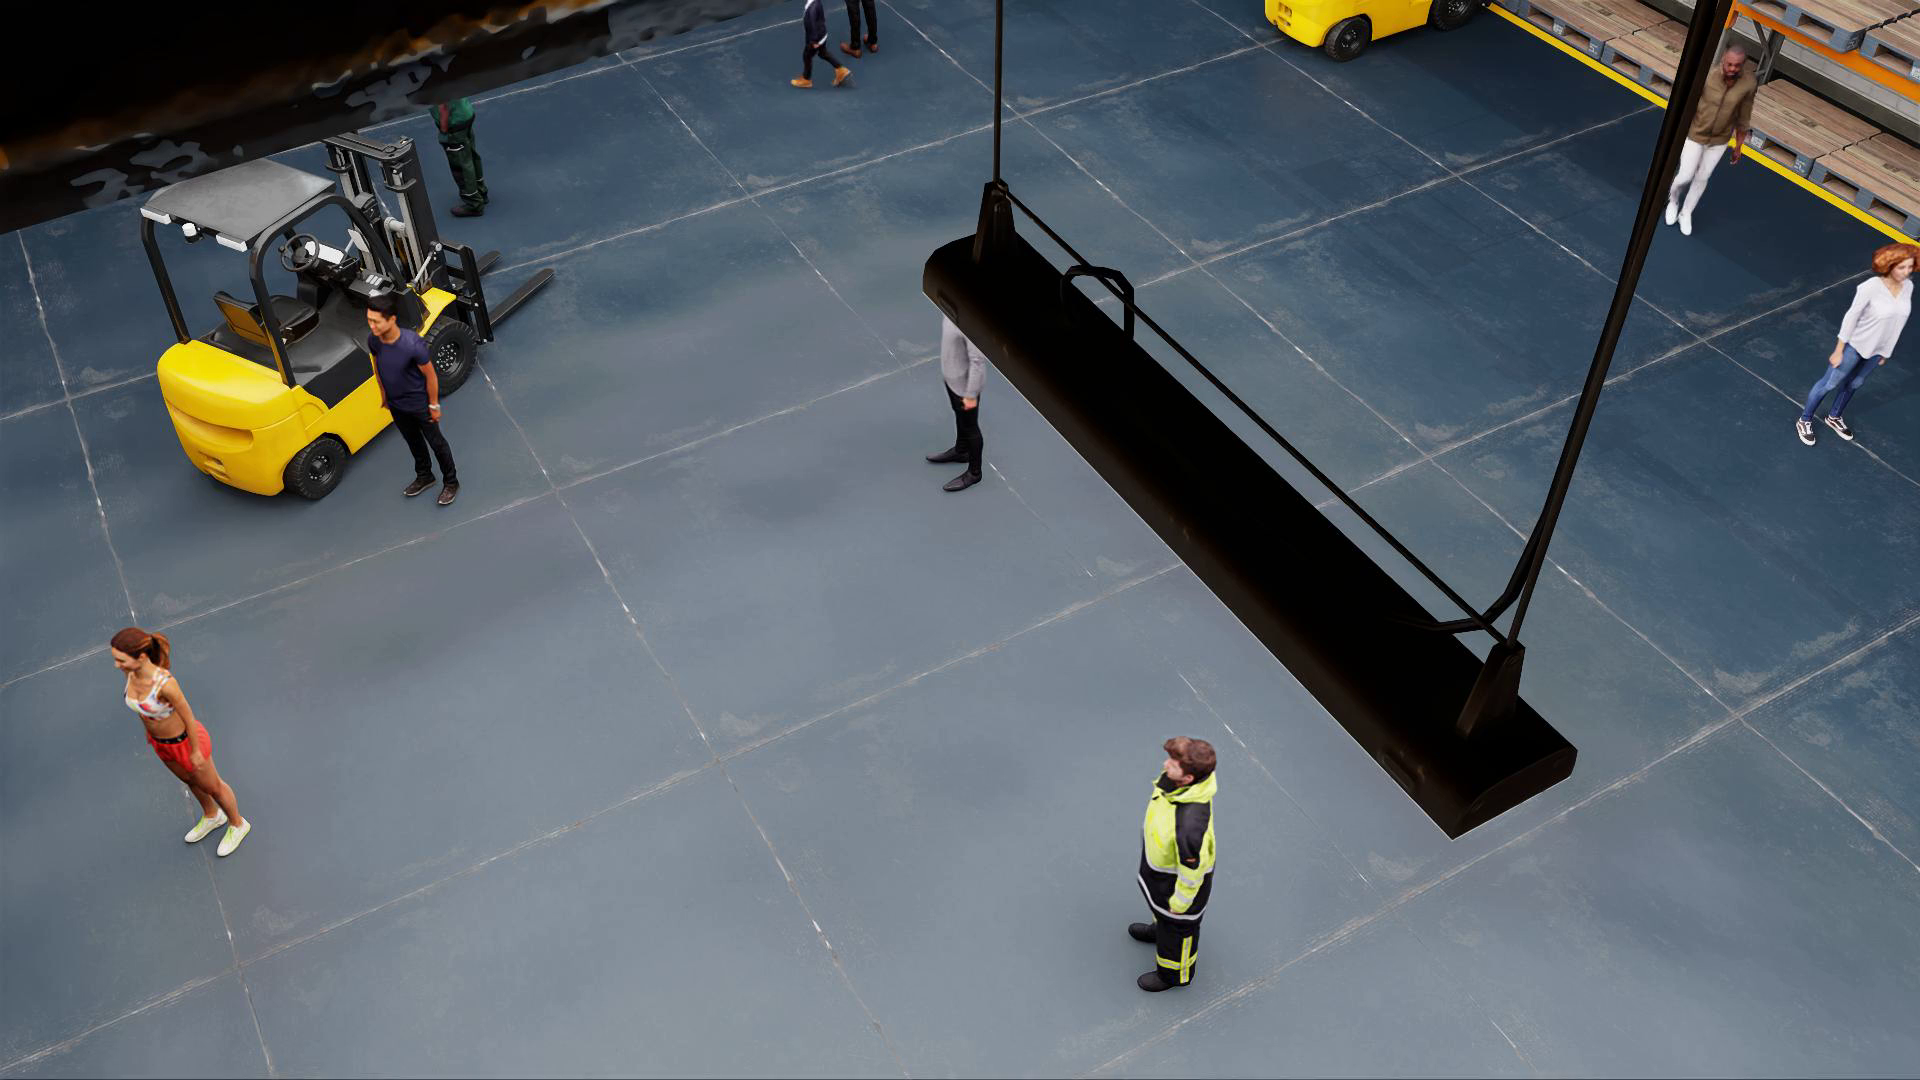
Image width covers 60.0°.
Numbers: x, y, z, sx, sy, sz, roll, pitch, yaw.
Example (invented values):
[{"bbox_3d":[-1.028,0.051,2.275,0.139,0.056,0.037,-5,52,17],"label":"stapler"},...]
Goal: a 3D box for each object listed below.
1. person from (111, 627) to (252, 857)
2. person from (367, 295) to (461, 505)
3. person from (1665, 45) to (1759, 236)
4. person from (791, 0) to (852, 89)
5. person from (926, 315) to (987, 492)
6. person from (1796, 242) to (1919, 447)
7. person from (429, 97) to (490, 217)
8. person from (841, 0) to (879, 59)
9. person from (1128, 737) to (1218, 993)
[{"bbox_3d":[-4.523,1.150,9.629,0.652,1.792,0.733,20,47,19],"label":"person"},{"bbox_3d":[-3.924,-1.016,11.903,0.683,1.791,0.772,15,46,15],"label":"person"},{"bbox_3d":[6.519,-3.565,14.564,0.876,1.812,0.901,3,44,3],"label":"person"},{"bbox_3d":[-1.388,-5.069,16.579,0.842,1.208,0.844,4,44,4],"label":"person"},{"bbox_3d":[0.040,-1.205,12.006,0.856,1.923,0.667,-12,45,-12],"label":"person"},{"bbox_3d":[6.757,-1.490,12.457,0.716,1.713,0.720,-8,44,-8],"label":"person"},{"bbox_3d":[-4.479,-3.726,14.713,0.847,1.839,0.751,4,44,4],"label":"person"},{"bbox_3d":[-1.054,-5.846,16.908,0.719,1.881,0.572,-26,50,-25],"label":"person"},{"bbox_3d":[1.177,1.720,8.892,0.928,1.983,0.795,0,44,0],"label":"person"}]
